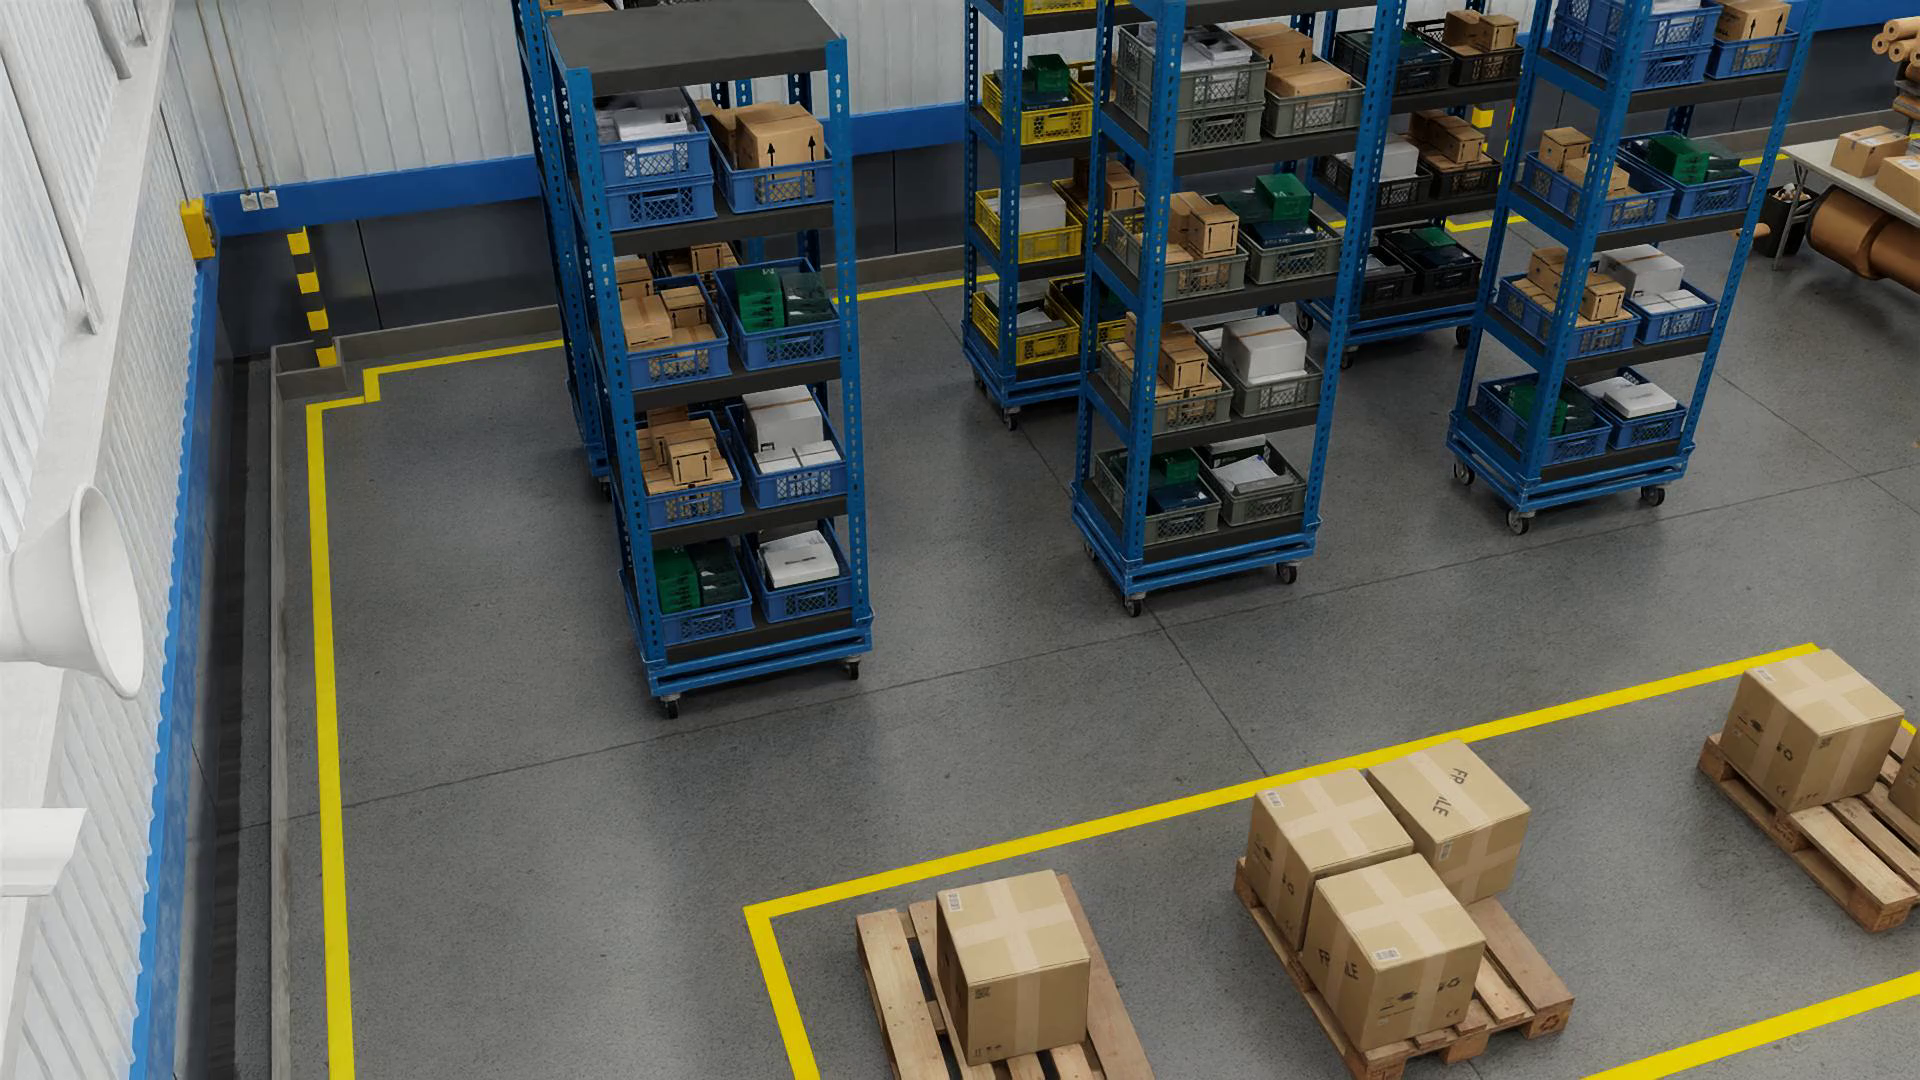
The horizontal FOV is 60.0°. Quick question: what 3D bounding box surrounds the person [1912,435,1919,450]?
[{"bbox_3d":[6.683,-1.433,10.708,0.595,1.866,0.580,-22,41,-28],"label":"person"}]
